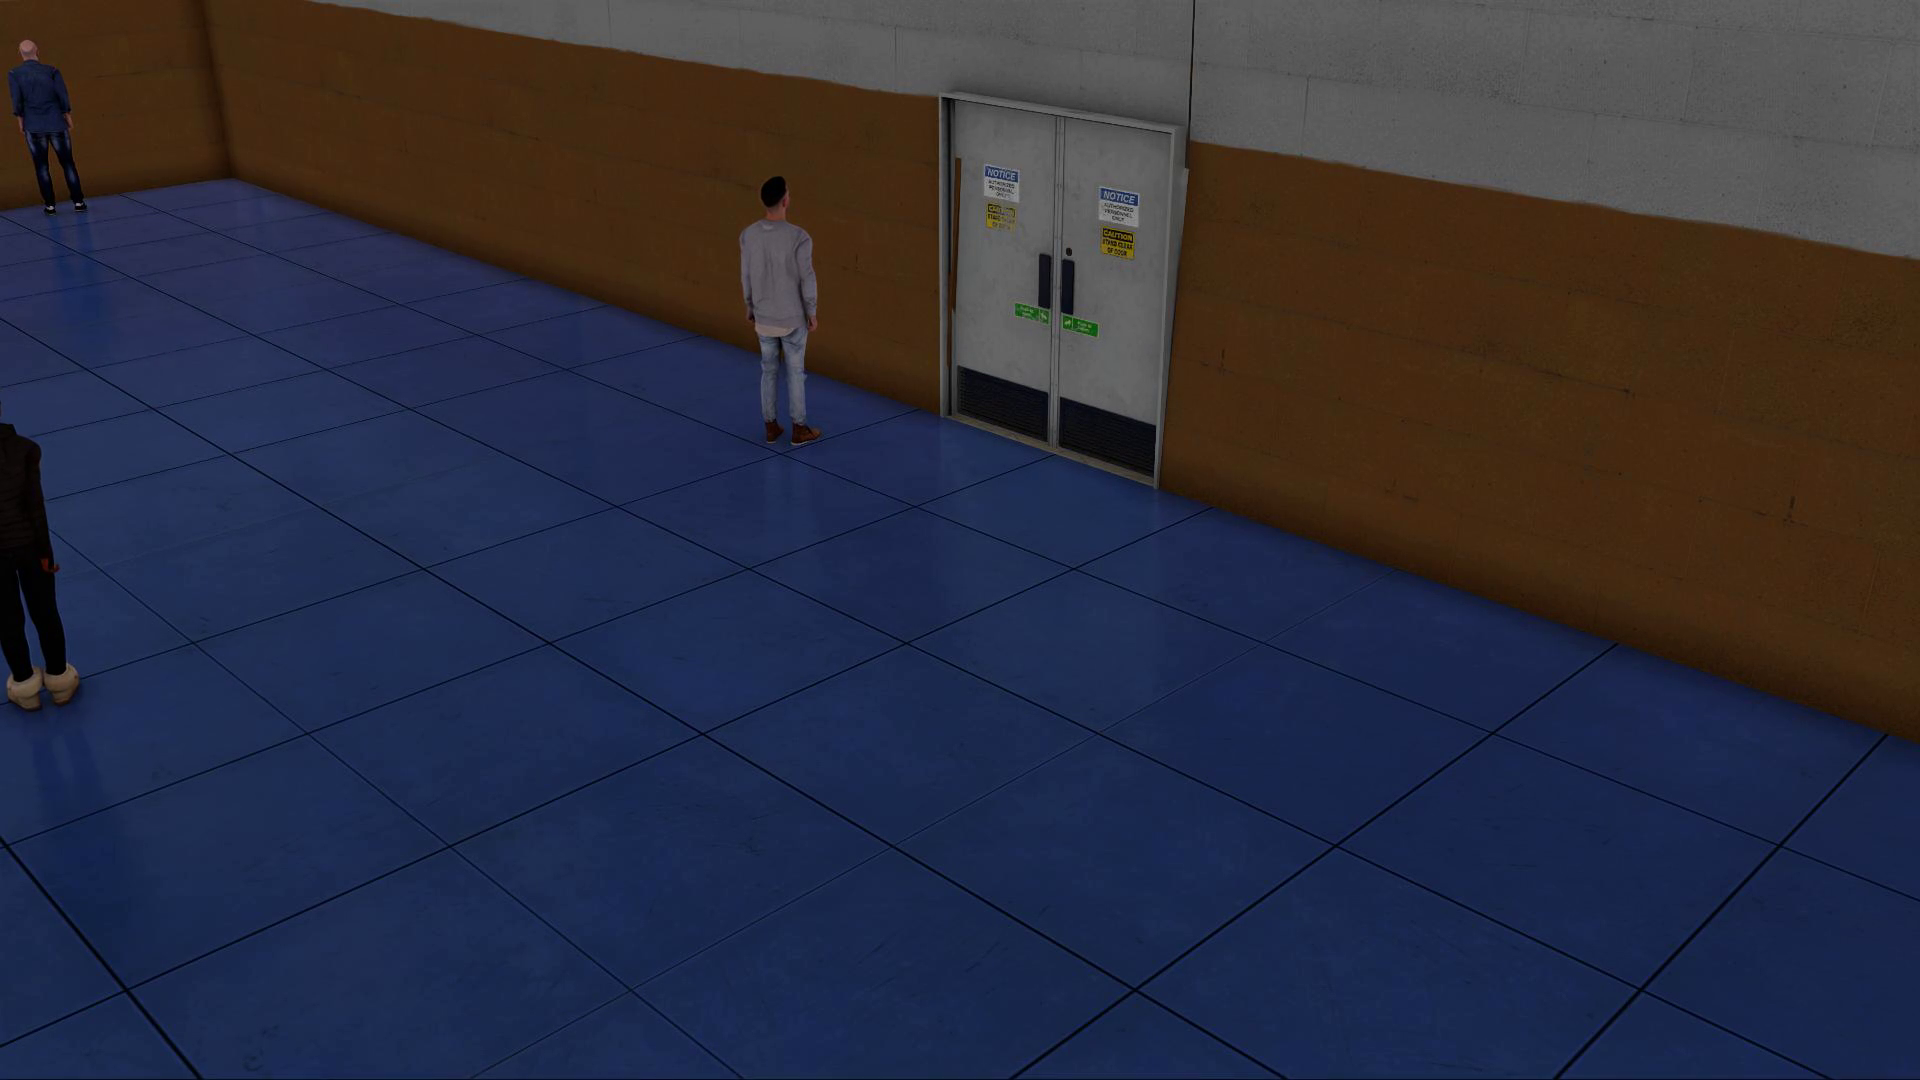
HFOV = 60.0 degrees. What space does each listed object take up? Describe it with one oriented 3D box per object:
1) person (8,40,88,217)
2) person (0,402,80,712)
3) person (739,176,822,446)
[{"bbox_3d":[-9.824,-4.428,17.871,0.623,1.825,0.839,-13,27,-27],"label":"person"},{"bbox_3d":[-4.471,0.050,7.842,0.665,1.660,0.592,9,25,19],"label":"person"},{"bbox_3d":[-1.215,-1.548,11.270,0.763,1.839,0.730,8,25,17],"label":"person"}]
